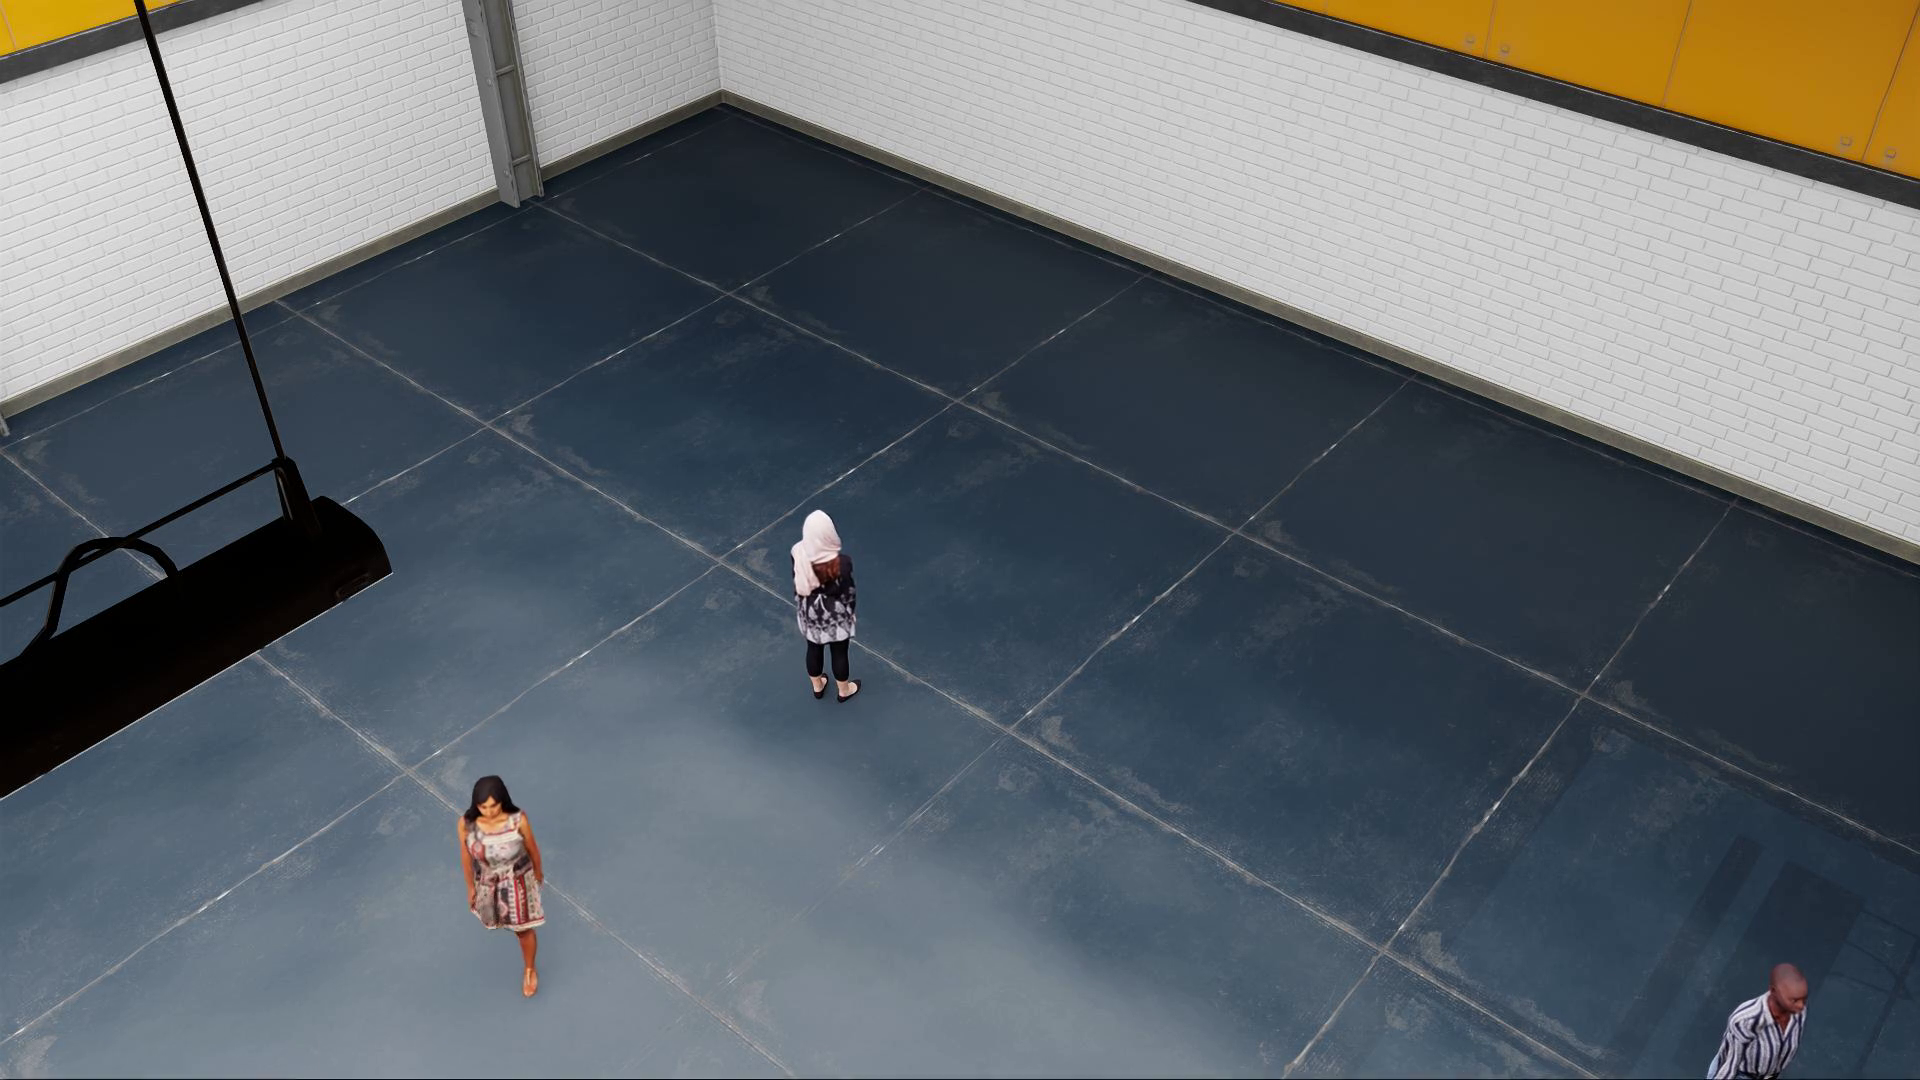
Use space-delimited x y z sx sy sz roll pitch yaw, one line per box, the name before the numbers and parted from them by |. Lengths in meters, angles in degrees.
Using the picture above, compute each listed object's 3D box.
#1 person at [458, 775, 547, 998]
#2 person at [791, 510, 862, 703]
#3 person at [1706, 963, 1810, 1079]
person | -2.694 1.940 9.871 0.980 1.623 1.046 -3 39 -4
person | -0.952 0.482 11.690 0.716 1.632 0.727 12 40 15
person | 4.055 2.799 8.657 0.622 1.796 0.758 -15 41 -18
